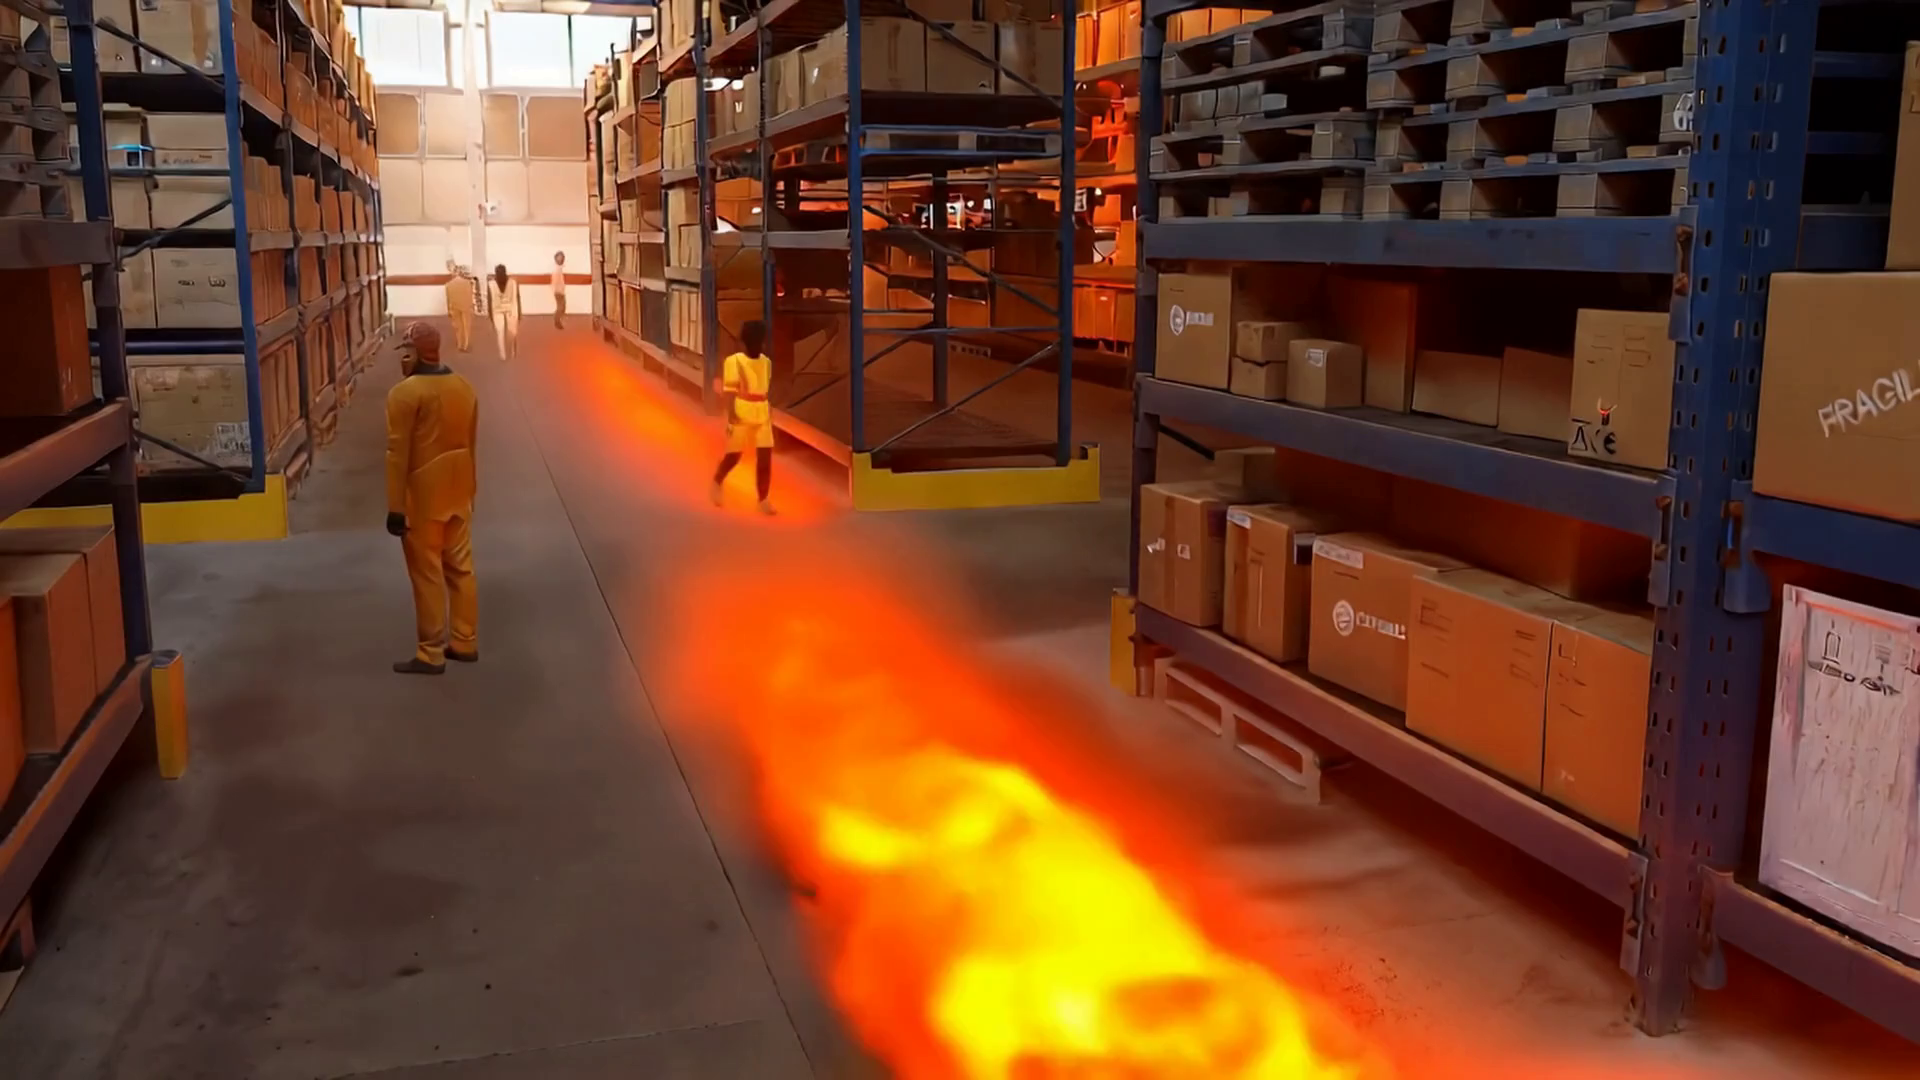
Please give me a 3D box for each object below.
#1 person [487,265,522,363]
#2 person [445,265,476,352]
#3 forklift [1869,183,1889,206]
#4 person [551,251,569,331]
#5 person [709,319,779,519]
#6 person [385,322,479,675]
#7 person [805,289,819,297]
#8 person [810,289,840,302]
[{"bbox_3d":[-8.584,-4.268,31.347,0.631,1.831,0.591,-3,11,-14],"label":"person"},{"bbox_3d":[-10.105,-4.673,33.695,0.611,1.788,0.805,-4,11,-22],"label":"person"},{"bbox_3d":[5.379,-0.745,9.155,1.129,2.768,1.873,-3,11,-17],"label":"forklift"},{"bbox_3d":[-9.938,-6.172,41.356,0.435,1.979,0.652,-3,11,-15],"label":"person"},{"bbox_3d":[-1.832,-1.040,14.082,0.527,1.669,0.782,-9,14,-41],"label":"person"},{"bbox_3d":[-2.878,-0.227,9.018,0.399,1.899,0.646,4,11,20],"label":"person"},{"bbox_3d":[-3.879,-6.558,43.727,0.994,1.899,0.617,-4,11,-19],"label":"person"},{"bbox_3d":[-2.287,-3.689,28.351,0.533,1.767,0.326,-4,11,-19],"label":"person"}]
